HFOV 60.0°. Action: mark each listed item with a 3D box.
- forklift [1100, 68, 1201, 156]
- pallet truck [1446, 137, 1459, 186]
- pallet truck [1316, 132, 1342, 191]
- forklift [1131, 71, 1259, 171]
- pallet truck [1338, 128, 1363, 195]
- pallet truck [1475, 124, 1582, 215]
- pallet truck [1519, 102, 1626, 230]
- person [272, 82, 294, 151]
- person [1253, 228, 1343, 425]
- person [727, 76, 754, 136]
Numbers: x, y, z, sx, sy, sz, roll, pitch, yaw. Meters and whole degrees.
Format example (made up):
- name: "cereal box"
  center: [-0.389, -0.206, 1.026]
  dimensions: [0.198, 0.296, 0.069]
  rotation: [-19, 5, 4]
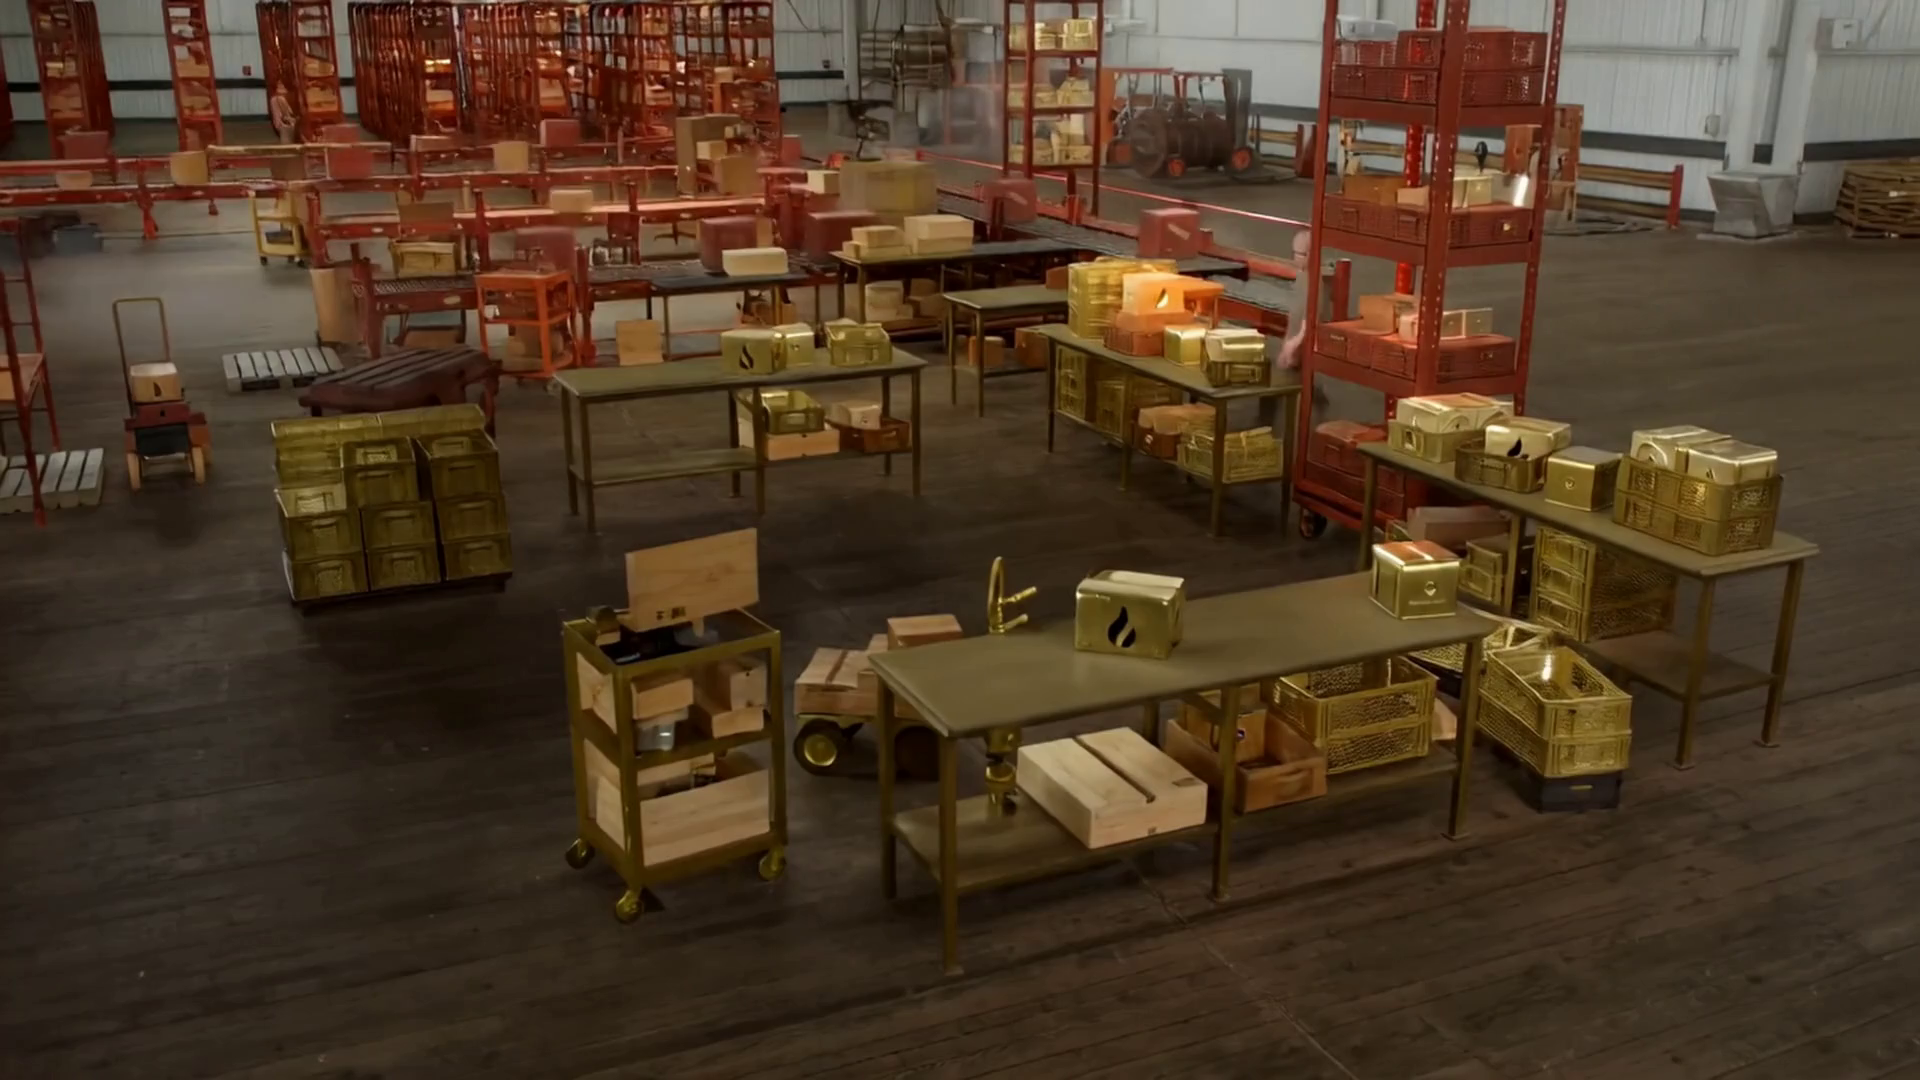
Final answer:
- name: "forklift"
  center: [4.082, -9.564, 37.410]
  dimensions: [2.680, 1.987, 1.157]
  rotation: [-8, 19, -23]
- name: "pallet truck"
  center: [9.184, -6.485, 29.328]
  dimensions: [1.630, 1.274, 0.653]
  rotation: [-8, 19, -23]
- name: "pallet truck"
  center: [7.723, -7.504, 32.656]
  dimensions: [1.601, 1.201, 0.680]
  rotation: [-8, 19, -23]
- name: "forklift"
  center: [4.998, -8.936, 35.413]
  dimensions: [2.680, 1.987, 1.157]
  rotation: [-9, 20, -25]
- name: "pallet truck"
  center: [7.845, -7.140, 31.411]
  dimensions: [1.522, 1.261, 0.704]
  rotation: [-9, 20, -25]
- name: "pallet truck"
  center: [9.707, -6.455, 28.103]
  dimensions: [1.885, 1.965, 0.823]
  rotation: [-7, 19, -20]
- name: "pallet truck"
  center: [9.972, -6.037, 26.785]
  dimensions: [1.885, 1.965, 0.823]
  rotation: [-9, 20, -25]
- name: "person"
  center: [-15.392, -9.481, 37.901]
  dimensions: [0.404, 1.831, 0.601]
  rotation: [-2, 18, -6]
- name: "person"
  center: [2.623, -1.497, 12.840]
  dimensions: [1.015, 1.795, 0.481]
  rotation: [-6, 18, -17]
- name: "person"
  center: [-4.933, -9.413, 37.427]
  dimensions: [0.623, 1.990, 0.390]
  rotation: [3, 18, 9]
